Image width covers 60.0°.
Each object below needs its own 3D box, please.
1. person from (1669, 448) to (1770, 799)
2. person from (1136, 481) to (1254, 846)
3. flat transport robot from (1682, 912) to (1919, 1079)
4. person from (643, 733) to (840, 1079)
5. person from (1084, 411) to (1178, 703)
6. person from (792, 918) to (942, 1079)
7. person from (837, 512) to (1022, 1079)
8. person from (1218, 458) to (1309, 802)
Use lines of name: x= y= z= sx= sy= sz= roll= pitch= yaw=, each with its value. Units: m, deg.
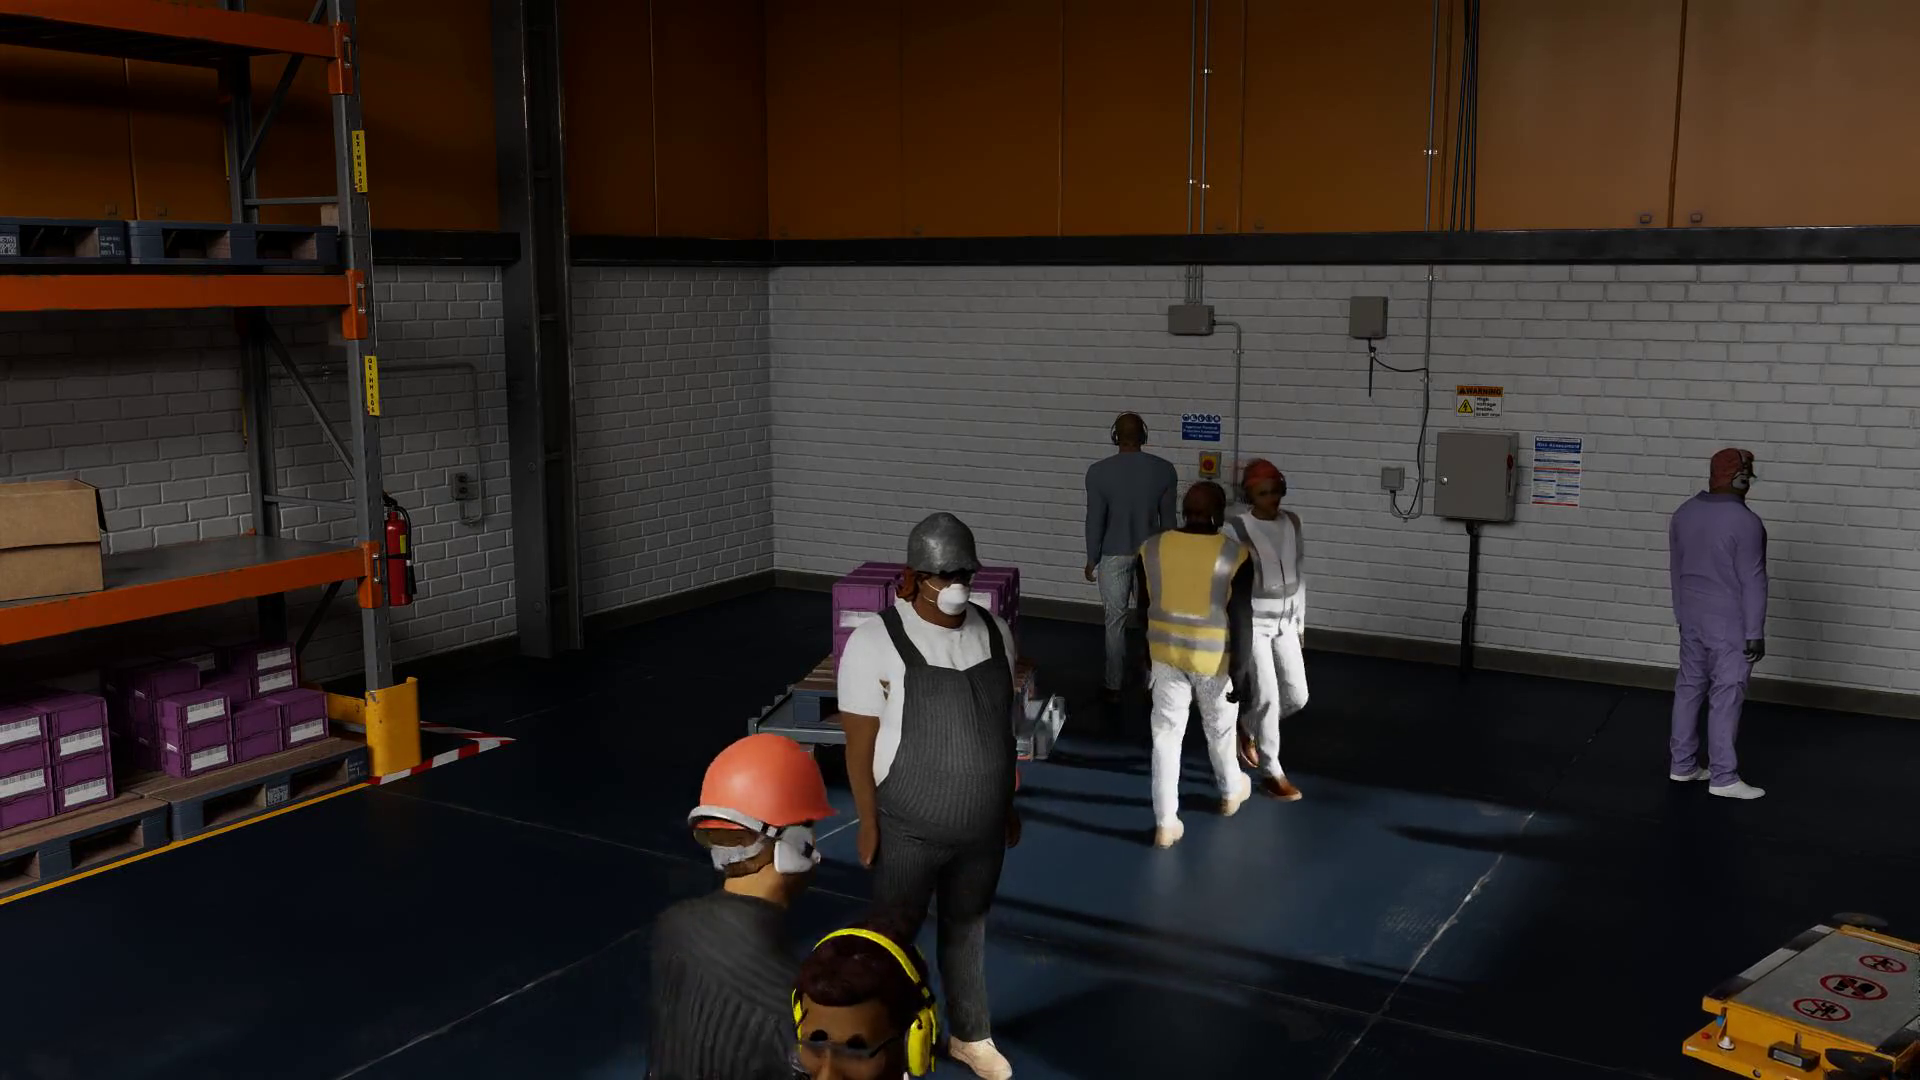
person: x=4.154 y=0.446 z=9.066 sx=0.410 sy=1.905 sz=0.641 roll=-3 pitch=10 yaw=-17
person: x=1.214 y=0.590 z=8.472 sx=0.646 sy=1.792 sz=0.936 roll=4 pitch=10 yaw=25
flat transport robot: x=3.332 y=1.723 z=6.172 sx=1.431 sy=0.197 sz=0.652 roll=-8 pitch=12 yaw=-41
person: x=-0.299 y=1.355 z=3.270 sx=1.001 sy=1.936 sz=0.702 roll=-5 pitch=10 yaw=-27
person: x=1.123 y=0.119 z=11.017 sx=0.627 sy=1.933 sz=0.371 roll=-1 pitch=9 yaw=-9
person: x=-0.153 y=1.499 z=2.645 sx=0.535 sy=1.850 sz=0.475 roll=5 pitch=10 yaw=27
person: x=-0.048 y=0.913 z=5.720 sx=0.672 sy=2.000 sz=0.536 roll=-6 pitch=11 yaw=-31
person: x=1.624 y=0.473 z=9.009 sx=0.615 sy=1.859 sz=0.533 roll=-6 pitch=11 yaw=-32
